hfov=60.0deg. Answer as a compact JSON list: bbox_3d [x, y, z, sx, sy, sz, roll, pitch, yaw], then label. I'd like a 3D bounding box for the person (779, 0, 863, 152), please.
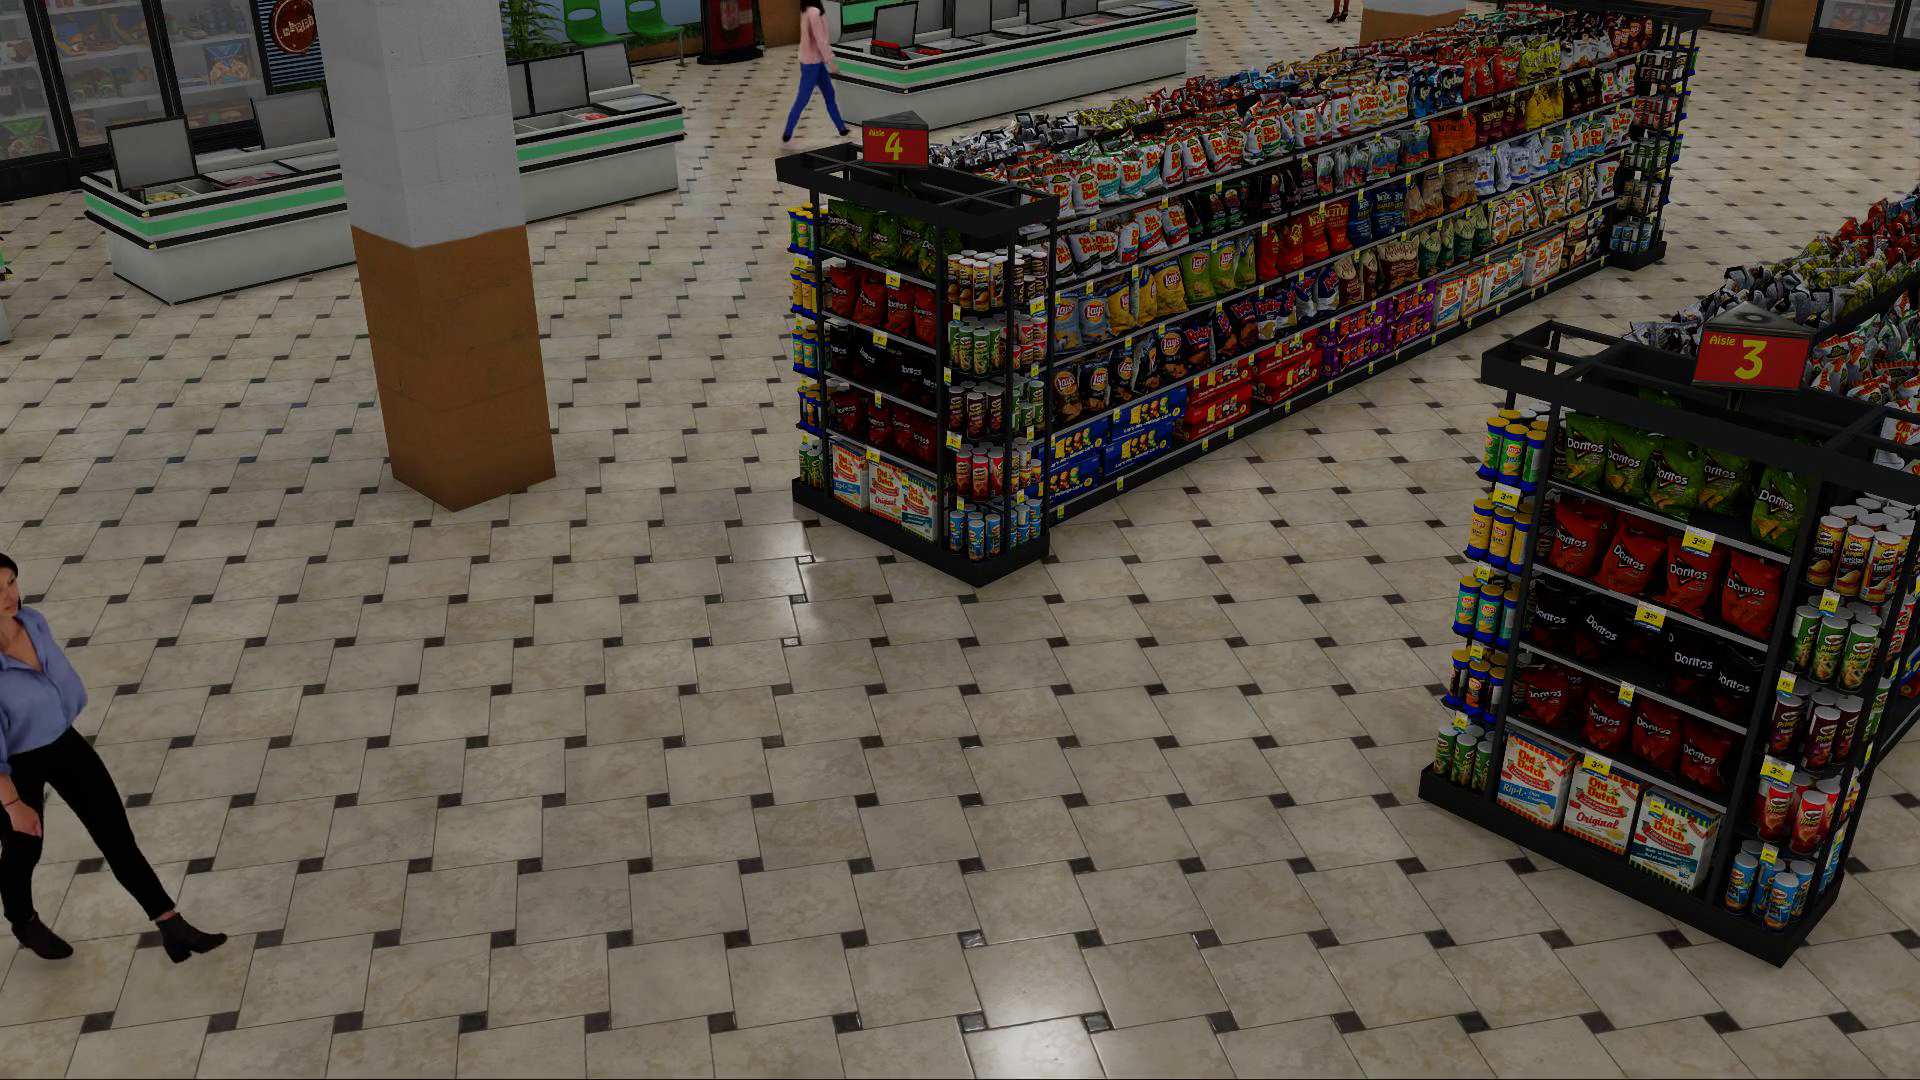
[{"bbox_3d":[-1.569,-4.735,16.682,1.215,1.718,1.098,-2,27,-5],"label":"person"}]

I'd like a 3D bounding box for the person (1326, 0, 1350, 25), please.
[{"bbox_3d":[5.433,-8.262,23.568,0.480,1.781,0.664,-20,33,-34],"label":"person"}]

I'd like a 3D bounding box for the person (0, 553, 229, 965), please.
[{"bbox_3d":[-3.280,0.810,5.772,1.087,1.696,1.142,6,28,12],"label":"person"}]
